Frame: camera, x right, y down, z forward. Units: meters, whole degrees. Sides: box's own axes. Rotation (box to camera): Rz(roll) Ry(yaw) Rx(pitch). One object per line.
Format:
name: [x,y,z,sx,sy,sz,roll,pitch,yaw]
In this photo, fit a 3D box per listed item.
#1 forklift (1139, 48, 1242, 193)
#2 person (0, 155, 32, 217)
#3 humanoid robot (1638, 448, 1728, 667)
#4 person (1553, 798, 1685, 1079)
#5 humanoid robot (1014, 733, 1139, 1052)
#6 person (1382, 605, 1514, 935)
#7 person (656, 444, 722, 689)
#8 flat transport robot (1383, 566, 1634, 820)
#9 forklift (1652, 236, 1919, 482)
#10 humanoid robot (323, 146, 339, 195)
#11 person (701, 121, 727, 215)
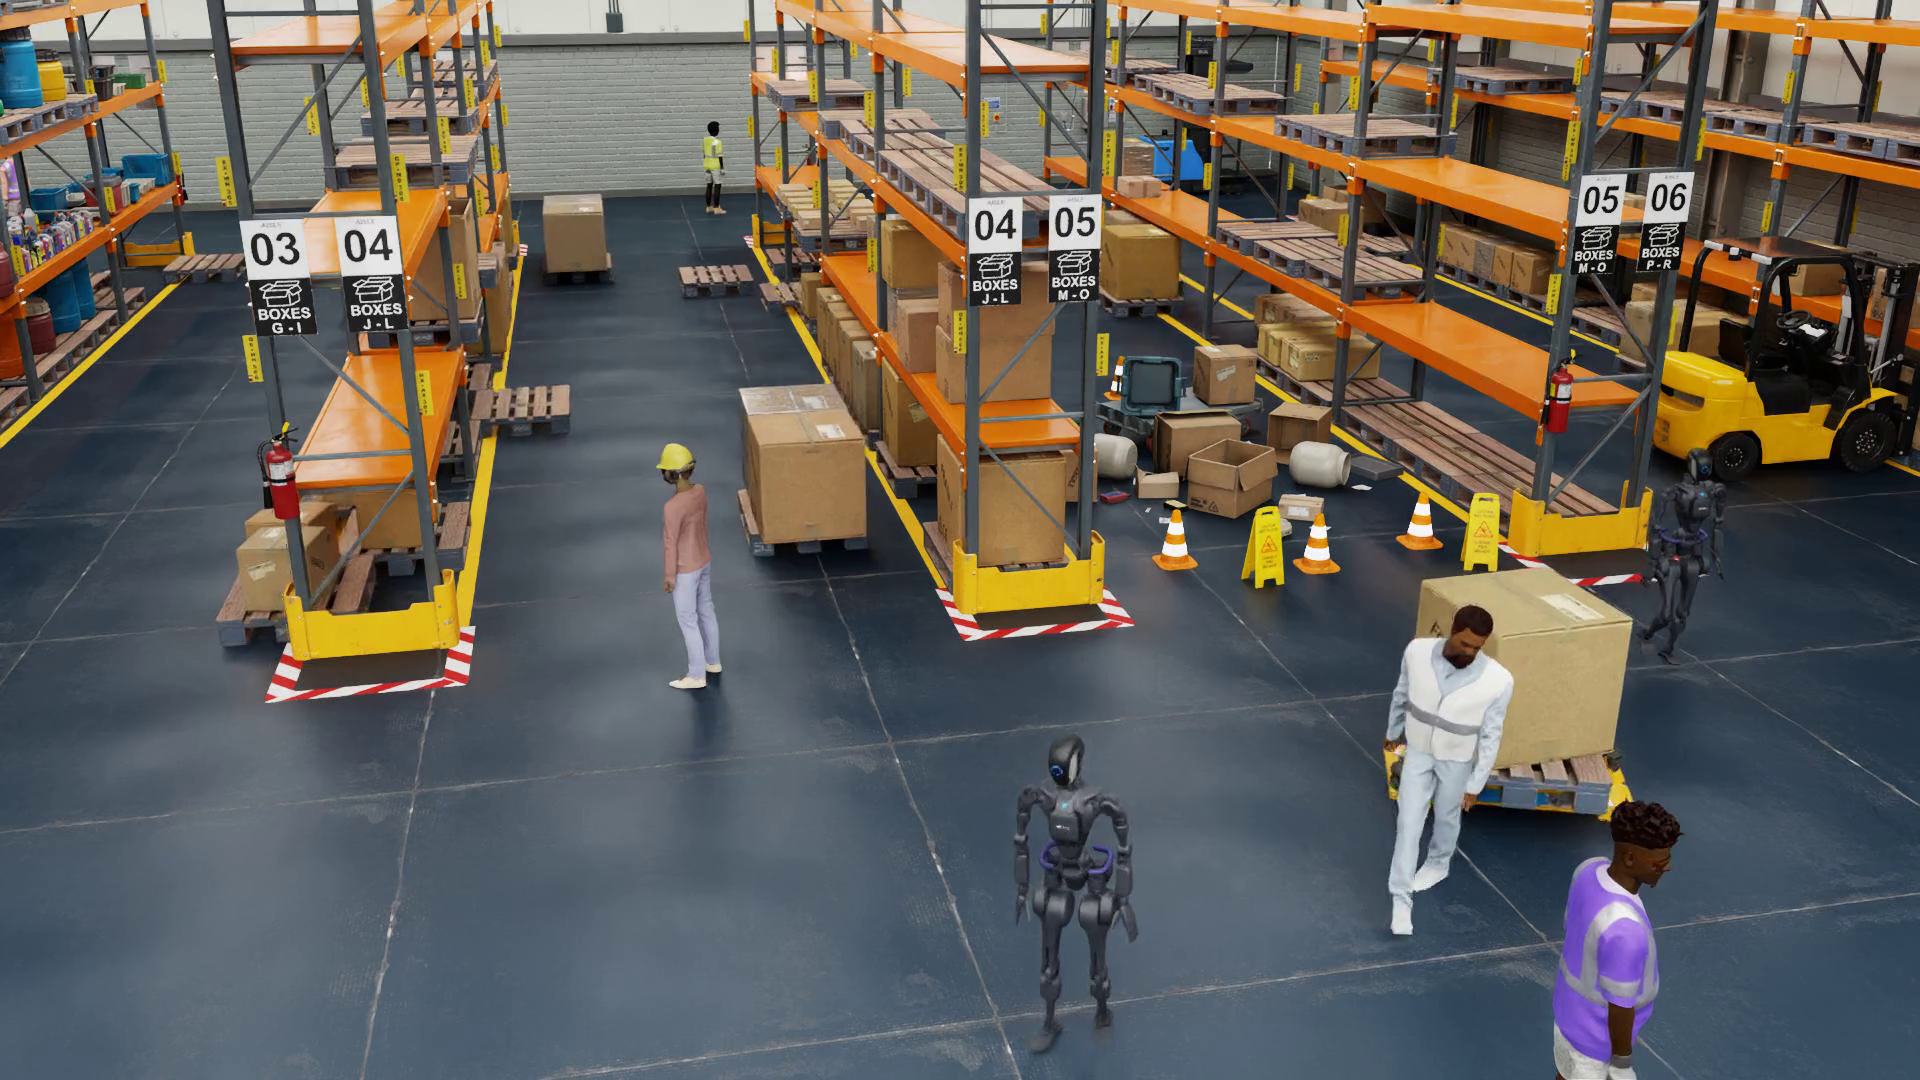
forklift: [4.566,-8.313,32.860,1.873,2.768,1.129,-4,21,-12]
person: [-15.371,-5.565,27.154,0.352,1.688,0.489,11,23,27]
humanoid robot: [5.165,0.122,11.858,0.609,1.646,0.336,-4,21,-10]
person: [2.552,1.915,6.617,0.372,1.961,0.602,2,20,5]
humanoid robot: [0.554,1.639,7.786,0.609,1.654,0.379,6,21,16]
person: [2.509,1.172,8.776,0.674,1.849,0.963,11,23,27]
person: [-1.916,0.179,11.587,0.339,1.758,0.521,6,21,16]
flat transport robot: [3.377,1.455,10.286,1.431,0.231,0.659,3,21,9]
forklift: [8.013,-1.814,16.330,2.313,2.155,1.214,-4,21,-12]
humanoid robot: [-10.208,-5.643,27.372,0.415,1.653,0.583,7,22,19]
person: [-4.525,-6.840,30.584,0.537,1.686,0.321,17,26,39]
